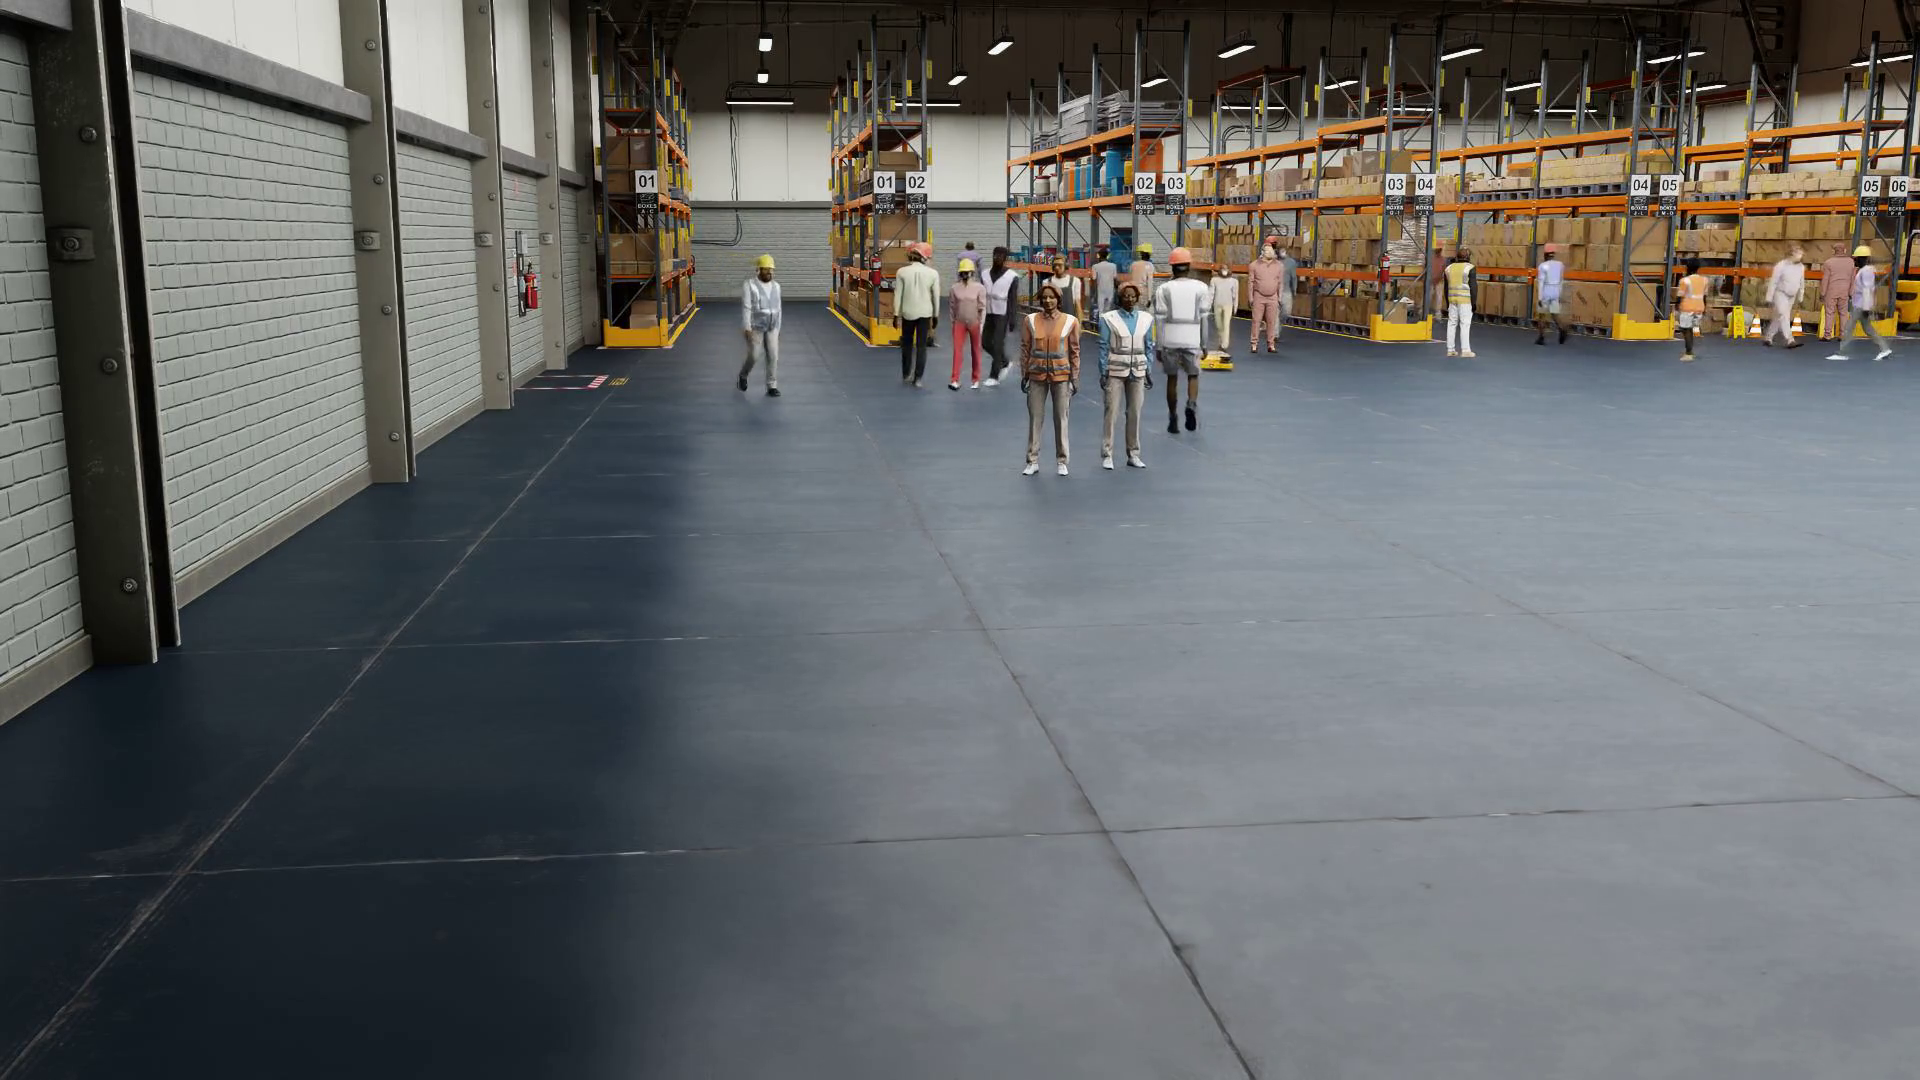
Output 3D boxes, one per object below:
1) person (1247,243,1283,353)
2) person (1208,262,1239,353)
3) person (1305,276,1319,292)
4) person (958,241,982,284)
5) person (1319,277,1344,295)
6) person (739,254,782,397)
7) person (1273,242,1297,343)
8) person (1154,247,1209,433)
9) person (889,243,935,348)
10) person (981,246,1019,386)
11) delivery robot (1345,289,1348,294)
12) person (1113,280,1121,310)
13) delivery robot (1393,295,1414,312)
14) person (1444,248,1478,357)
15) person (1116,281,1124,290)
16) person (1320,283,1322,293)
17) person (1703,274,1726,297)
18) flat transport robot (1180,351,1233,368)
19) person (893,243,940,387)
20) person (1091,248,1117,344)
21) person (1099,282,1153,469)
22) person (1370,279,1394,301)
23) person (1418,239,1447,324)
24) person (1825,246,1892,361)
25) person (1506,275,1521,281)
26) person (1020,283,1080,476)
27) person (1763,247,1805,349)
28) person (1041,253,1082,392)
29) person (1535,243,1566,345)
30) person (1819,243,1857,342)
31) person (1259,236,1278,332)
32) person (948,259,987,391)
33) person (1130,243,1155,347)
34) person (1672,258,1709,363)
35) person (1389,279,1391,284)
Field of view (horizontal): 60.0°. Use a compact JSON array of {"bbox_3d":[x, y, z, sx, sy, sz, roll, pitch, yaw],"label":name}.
[{"bbox_3d":[5.360,-4.235,29.167,0.641,1.913,0.407,-1,10,-5],"label":"person"},{"bbox_3d":[4.614,-4.067,29.104,0.505,1.596,0.831,4,11,20],"label":"person"},{"bbox_3d":[9.699,-7.136,45.686,0.551,1.676,0.354,-5,11,-26],"label":"person"},{"bbox_3d":[0.278,-6.980,44.246,0.647,1.892,0.968,1,10,5],"label":"person"},{"bbox_3d":[9.401,-6.550,42.106,0.655,1.820,0.560,1,10,5],"label":"person"},{"bbox_3d":[-2.548,-2.742,21.258,0.607,1.814,0.682,-8,13,-37],"label":"person"},{"bbox_3d":[6.154,-4.749,31.952,0.648,1.922,0.491,-1,10,-5],"label":"person"},{"bbox_3d":[2.270,-2.033,17.052,0.569,1.923,0.602,0,10,2],"label":"person"},{"bbox_3d":[-0.885,-4.474,30.515,0.934,1.890,0.568,1,10,3],"label":"person"},{"bbox_3d":[0.527,-3.065,22.767,0.634,1.904,0.550,8,13,36],"label":"person"},{"bbox_3d":[11.422,-7.285,49.347,0.707,0.478,0.477,-5,11,-24],"label":"delivery robot"},{"bbox_3d":[4.451,-7.363,46.567,0.571,1.823,0.801,1,10,6],"label":"person"},{"bbox_3d":[11.295,-6.010,42.360,0.477,0.478,0.707,-1,10,-6],"label":"delivery robot"},{"bbox_3d":[8.503,-4.022,28.187,0.430,1.845,0.620,-8,13,-37],"label":"person"},{"bbox_3d":[4.098,-6.260,40.541,0.657,1.810,0.810,-1,10,-5],"label":"person"},{"bbox_3d":[10.158,-7.498,47.002,0.629,1.928,1.079,-1,10,-3],"label":"person"},{"bbox_3d":[19.853,-6.909,43.752,0.635,1.936,0.351,-1,10,-7],"label":"person"},{"bbox_3d":[3.803,-2.813,25.866,0.652,0.197,1.431,0,10,0],"label":"flat transport robot"},{"bbox_3d":[-0.604,-3.098,22.870,0.658,1.932,0.977,-1,10,-4],"label":"person"},{"bbox_3d":[2.744,-4.657,31.775,0.509,1.802,0.849,-2,11,-12],"label":"person"},{"bbox_3d":[1.454,-1.438,14.579,0.517,1.639,0.314,-3,11,-16],"label":"person"},{"bbox_3d":[10.265,-6.375,40.599,0.631,2.018,0.582,-2,10,-9],"label":"person"},{"bbox_3d":[11.043,-6.024,38.824,0.617,1.974,0.848,-2,11,-12],"label":"person"},{"bbox_3d":[14.837,-3.870,27.245,0.944,1.893,0.609,6,12,28],"label":"person"},{"bbox_3d":[16.920,-8.126,50.436,0.957,1.921,0.618,5,11,26],"label":"person"},{"bbox_3d":[0.765,-1.364,14.169,0.514,1.642,0.310,2,11,11],"label":"person"},{"bbox_3d":[15.031,-4.407,30.316,0.687,1.857,1.021,-4,11,-21],"label":"person"},{"bbox_3d":[1.285,-2.733,21.160,0.539,1.823,0.410,2,11,11],"label":"person"},{"bbox_3d":[11.016,-4.567,30.980,0.568,1.920,0.730,-2,11,-12],"label":"person"},{"bbox_3d":[16.987,-4.792,32.242,0.651,1.904,0.401,0,10,2],"label":"person"},{"bbox_3d":[6.640,-5.485,35.659,0.615,2.041,0.388,-4,11,-22],"label":"person"},{"bbox_3d":[0.096,-2.827,21.949,0.527,1.722,0.904,2,11,12],"label":"person"},{"bbox_3d":[3.380,-4.465,30.468,0.598,1.893,0.793,10,14,43],"label":"person"},{"bbox_3d":[11.770,-3.713,26.899,0.549,1.676,0.566,-3,11,-15],"label":"person"},{"bbox_3d":[12.329,-7.673,48.168,0.510,1.860,0.334,-4,11,-23],"label":"person"}]
